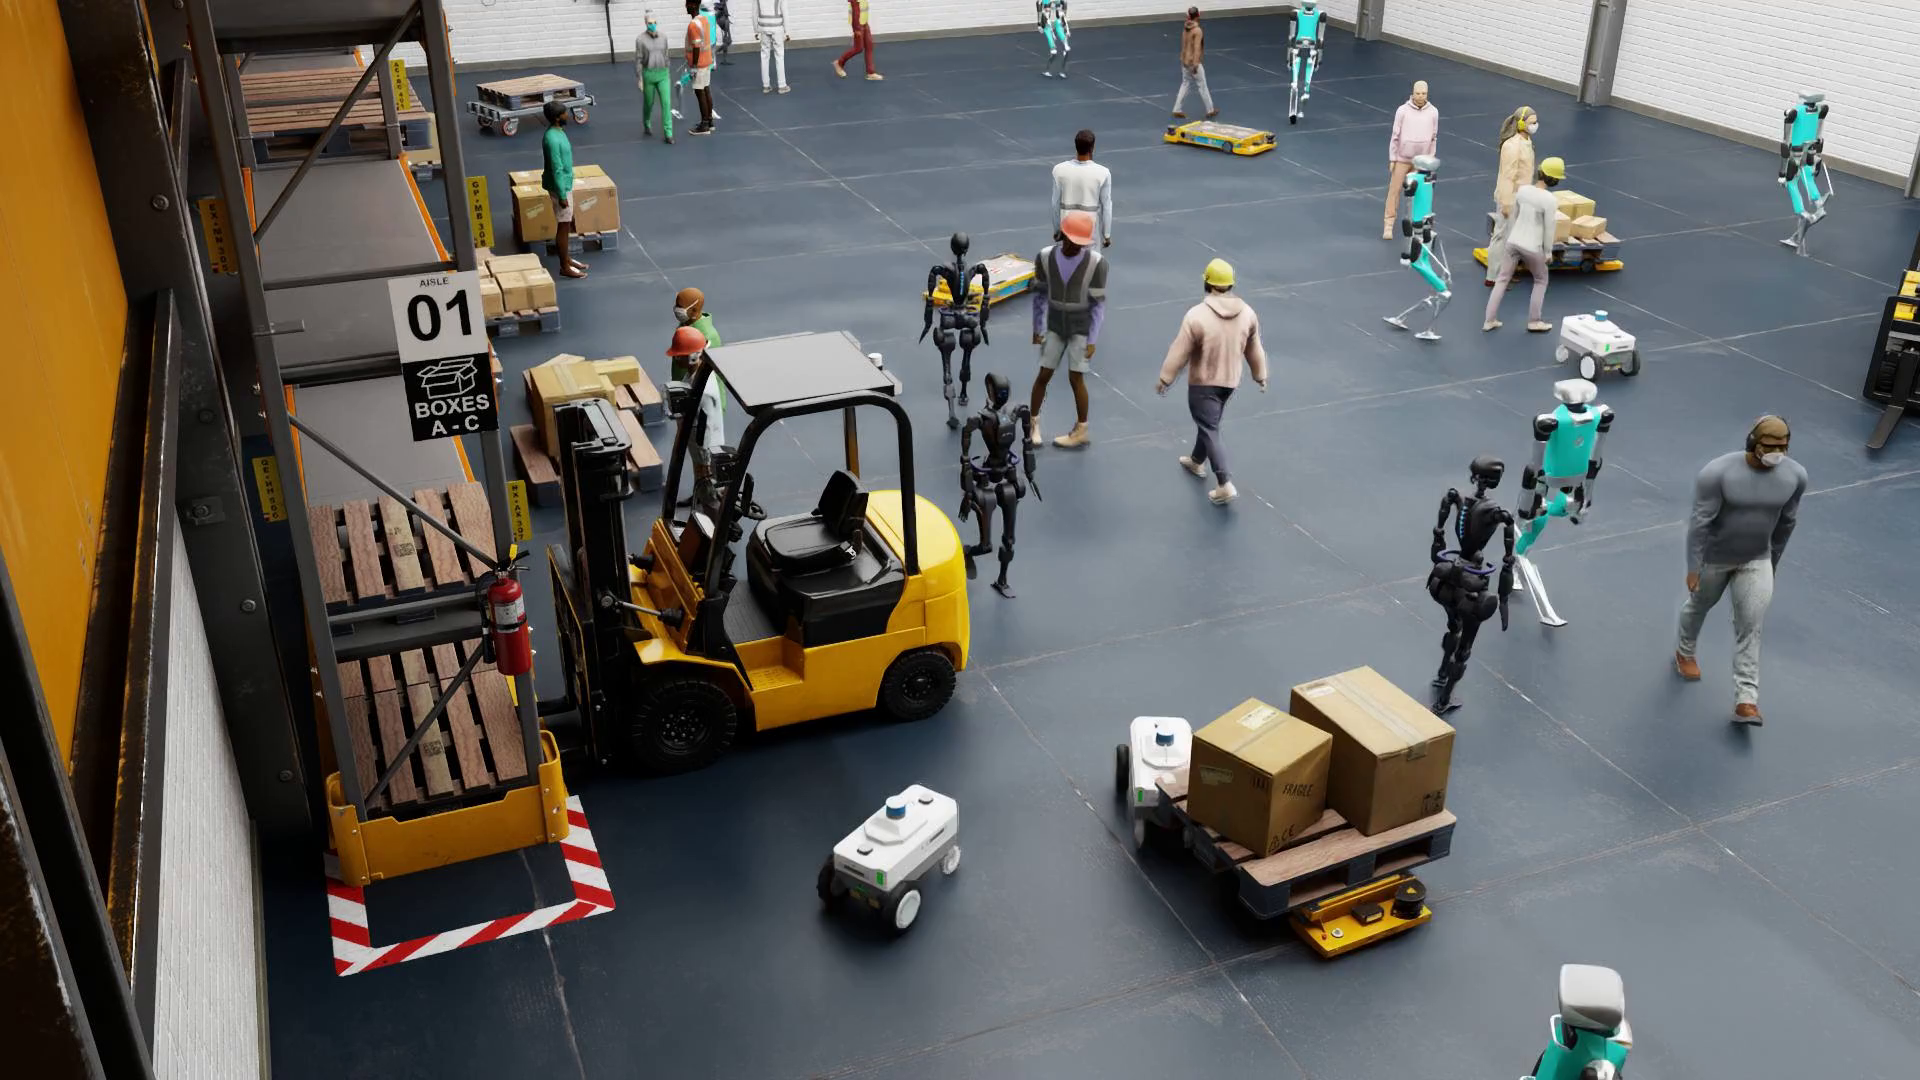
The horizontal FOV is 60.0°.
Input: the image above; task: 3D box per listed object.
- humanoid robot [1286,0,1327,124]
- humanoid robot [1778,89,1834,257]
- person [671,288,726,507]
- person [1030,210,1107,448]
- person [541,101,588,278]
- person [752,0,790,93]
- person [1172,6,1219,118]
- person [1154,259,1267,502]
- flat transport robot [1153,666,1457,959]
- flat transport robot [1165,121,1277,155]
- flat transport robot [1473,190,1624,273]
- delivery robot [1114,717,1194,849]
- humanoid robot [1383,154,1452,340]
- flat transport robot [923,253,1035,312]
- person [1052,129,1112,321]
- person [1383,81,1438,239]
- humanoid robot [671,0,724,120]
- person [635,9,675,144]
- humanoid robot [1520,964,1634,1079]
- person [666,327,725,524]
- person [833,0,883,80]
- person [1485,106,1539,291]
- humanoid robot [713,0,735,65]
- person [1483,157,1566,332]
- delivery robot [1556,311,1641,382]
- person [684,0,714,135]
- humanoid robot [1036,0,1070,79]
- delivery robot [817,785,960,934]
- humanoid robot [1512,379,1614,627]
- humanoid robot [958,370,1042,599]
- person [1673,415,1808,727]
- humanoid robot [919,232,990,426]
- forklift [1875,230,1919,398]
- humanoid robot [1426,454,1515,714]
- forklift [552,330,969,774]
[{"bbox_3d":[4.984,-6.916,24.150,0.530,1.779,1.003,6,27,12],"label":"humanoid robot"},{"bbox_3d":[9.412,-3.974,18.377,0.561,1.892,0.772,-8,28,-16],"label":"humanoid robot"},{"bbox_3d":[-1.930,-1.010,12.313,0.384,1.784,0.538,-16,31,-29],"label":"person"},{"bbox_3d":[0.857,-1.703,13.449,0.621,2.013,0.444,11,29,21],"label":"person"},{"bbox_3d":[-4.227,-3.712,17.611,0.389,1.850,0.506,-3,27,-7],"label":"person"},{"bbox_3d":[-2.947,-7.961,26.024,0.585,1.882,0.343,5,27,10],"label":"person"},{"bbox_3d":[3.481,-7.005,24.413,0.704,1.604,0.466,-13,29,-24],"label":"person"},{"bbox_3d":[1.961,-1.230,12.697,0.839,1.831,0.921,-11,29,-22],"label":"person"},{"bbox_3d":[1.762,1.624,8.758,0.659,0.231,1.431,-13,29,-23],"label":"flat transport robot"},{"bbox_3d":[3.622,-5.596,23.117,1.431,0.231,0.659,21,34,36],"label":"flat transport robot"},{"bbox_3d":[6.428,-3.115,18.184,1.431,0.231,0.659,-2,27,-4],"label":"flat transport robot"},{"bbox_3d":[1.109,1.284,9.106,0.499,0.587,0.787,1,27,2],"label":"delivery robot"},{"bbox_3d":[4.500,-2.735,15.801,0.877,1.780,0.553,20,33,34],"label":"humanoid robot"},{"bbox_3d":[0.323,-2.683,17.323,0.659,0.231,1.431,21,33,35],"label":"flat transport robot"},{"bbox_3d":[1.180,-3.020,16.159,0.595,1.918,0.386,9,28,17],"label":"person"},{"bbox_3d":[5.123,-4.314,18.882,0.524,1.783,0.407,1,27,2],"label":"person"},{"bbox_3d":[-3.967,-6.993,24.299,0.927,1.787,0.547,6,27,13],"label":"humanoid robot"},{"bbox_3d":[-4.286,-6.497,23.203,0.535,1.805,0.906,-13,30,-24],"label":"person"},{"bbox_3d":[1.869,2.227,5.981,1.063,1.760,0.555,5,27,10],"label":"humanoid robot"},{"bbox_3d":[-1.830,-0.664,11.662,0.353,1.745,0.575,-5,27,-10],"label":"person"},{"bbox_3d":[-1.666,-8.343,26.943,0.767,1.744,0.473,8,28,15],"label":"person"},{"bbox_3d":[5.716,-3.555,17.273,0.413,1.877,0.549,17,31,30],"label":"person"},{"bbox_3d":[-4.049,-8.846,28.016,0.472,1.649,0.600,-6,27,-12],"label":"humanoid robot"},{"bbox_3d":[5.490,-2.818,15.977,0.631,1.717,0.534,-15,31,-28],"label":"person"},{"bbox_3d":[5.841,-1.783,15.238,0.499,0.614,0.818,-8,28,-16],"label":"delivery robot"},{"bbox_3d":[-3.697,-6.747,23.520,0.361,1.964,0.612,4,27,7],"label":"person"},{"bbox_3d":[1.570,-8.372,27.006,0.536,1.773,0.799,-9,28,-17],"label":"humanoid robot"},{"bbox_3d":[-0.334,1.596,8.504,0.499,0.602,0.801,18,32,31],"label":"delivery robot"},{"bbox_3d":[3.833,-0.318,11.031,0.538,1.749,1.029,-7,28,-13],"label":"humanoid robot"},{"bbox_3d":[0.232,-0.407,11.239,0.609,1.645,0.426,-14,30,-26],"label":"humanoid robot"},{"bbox_3d":[4.627,0.142,9.905,0.651,1.880,1.027,3,27,6],"label":"person"},{"bbox_3d":[-0.041,-1.820,14.108,0.601,1.635,0.773,-5,27,-9],"label":"humanoid robot"},{"bbox_3d":[9.029,-2.397,14.618,1.214,2.155,2.313,18,32,32],"label":"forklift"},{"bbox_3d":[3.048,0.251,9.925,0.469,1.642,0.608,-19,32,-32],"label":"humanoid robot"},{"bbox_3d":[-1.094,0.010,9.831,2.313,2.155,1.214,-10,28,-20],"label":"forklift"}]
